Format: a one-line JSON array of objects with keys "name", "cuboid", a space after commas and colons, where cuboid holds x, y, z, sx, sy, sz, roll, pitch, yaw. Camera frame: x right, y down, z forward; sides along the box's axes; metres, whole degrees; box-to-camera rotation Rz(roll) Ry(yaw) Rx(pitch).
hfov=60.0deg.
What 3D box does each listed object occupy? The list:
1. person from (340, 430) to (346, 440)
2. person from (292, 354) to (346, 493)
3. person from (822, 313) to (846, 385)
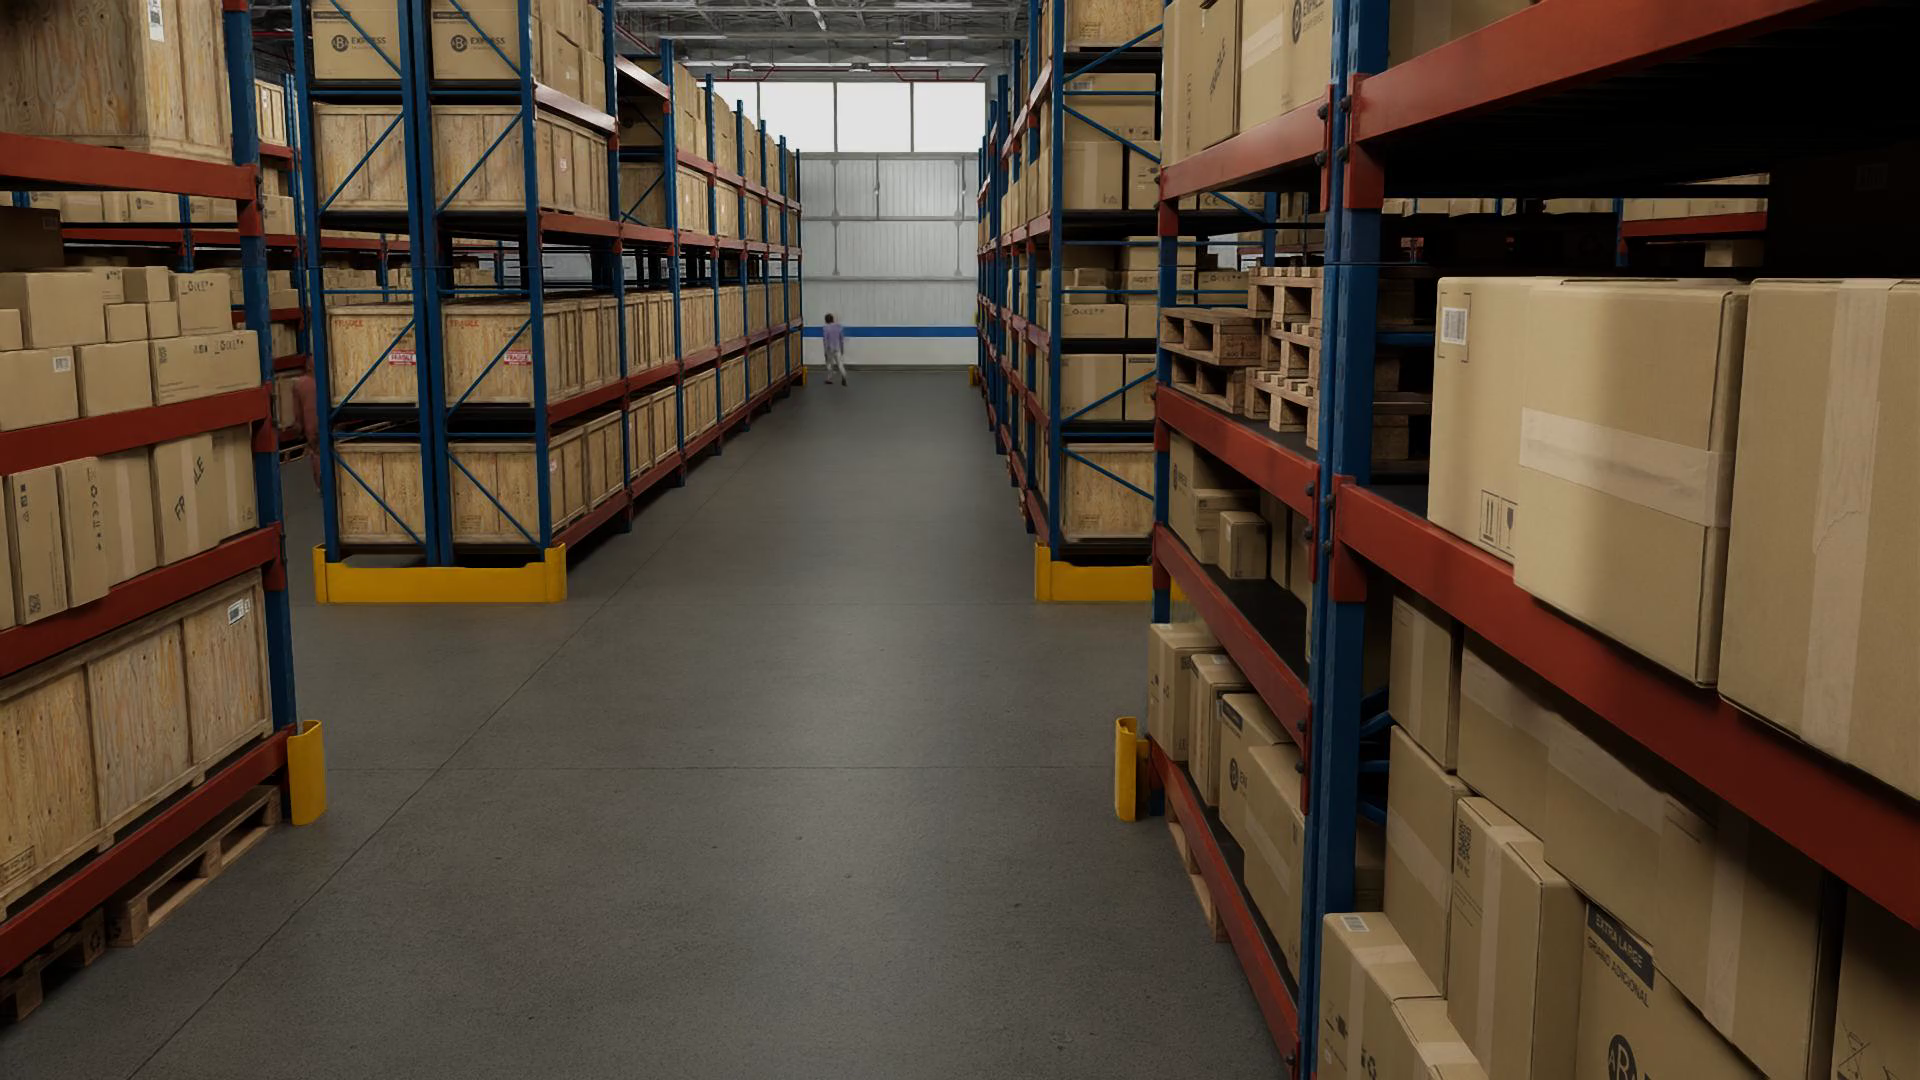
[{"name": "person", "cuboid": [-9.917, -2.088, 26.152, 0.314, 1.740, 0.486, 4, 10, 23]}, {"name": "person", "cuboid": [-8.658, -1.576, 22.518, 0.667, 1.895, 0.426, -1, 9, -7]}, {"name": "person", "cuboid": [-3.290, -4.979, 43.470, 0.655, 1.886, 0.972, -5, 11, -30]}]
